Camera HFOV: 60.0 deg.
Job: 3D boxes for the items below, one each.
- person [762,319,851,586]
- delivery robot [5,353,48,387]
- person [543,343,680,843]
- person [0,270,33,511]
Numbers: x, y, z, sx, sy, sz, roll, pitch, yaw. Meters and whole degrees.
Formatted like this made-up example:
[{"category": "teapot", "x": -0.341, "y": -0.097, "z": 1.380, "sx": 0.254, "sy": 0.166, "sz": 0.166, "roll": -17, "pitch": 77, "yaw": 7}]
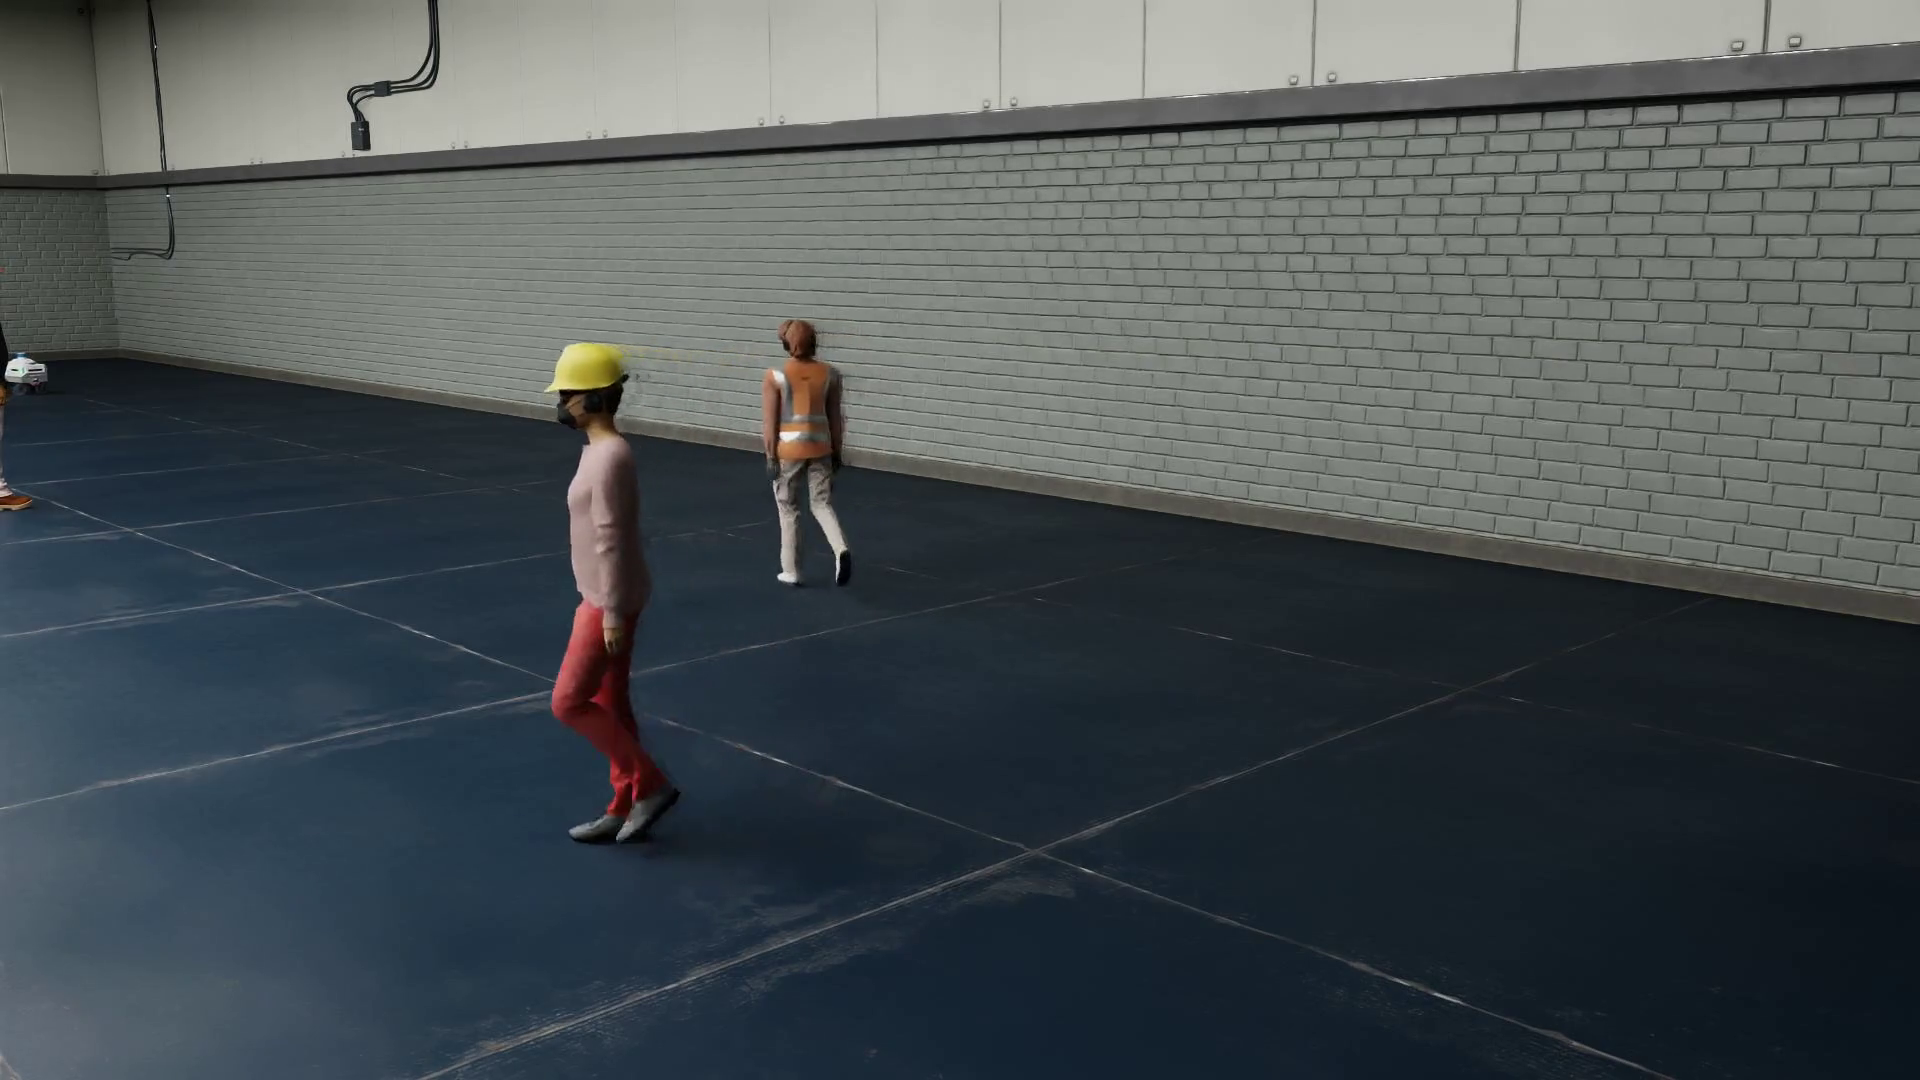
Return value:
[{"category": "person", "x": -0.902, "y": -0.500, "z": 9.896, "sx": 0.524, "sy": 1.623, "sz": 0.619, "roll": -6, "pitch": 12, "yaw": -30}, {"category": "delivery robot", "x": -12.568, "y": -2.268, "z": 22.309, "sx": 0.707, "sy": 0.478, "sz": 0.477, "roll": 8, "pitch": 13, "yaw": 36}, {"category": "person", "x": -1.241, "y": 0.205, "z": 5.693, "sx": 0.367, "sy": 1.750, "sz": 0.542, "roll": -2, "pitch": 11, "yaw": -12}, {"category": "person", "x": -7.552, "y": -1.236, "z": 12.889, "sx": 0.611, "sy": 1.996, "sz": 0.378, "roll": 9, "pitch": 14, "yaw": 40}]
